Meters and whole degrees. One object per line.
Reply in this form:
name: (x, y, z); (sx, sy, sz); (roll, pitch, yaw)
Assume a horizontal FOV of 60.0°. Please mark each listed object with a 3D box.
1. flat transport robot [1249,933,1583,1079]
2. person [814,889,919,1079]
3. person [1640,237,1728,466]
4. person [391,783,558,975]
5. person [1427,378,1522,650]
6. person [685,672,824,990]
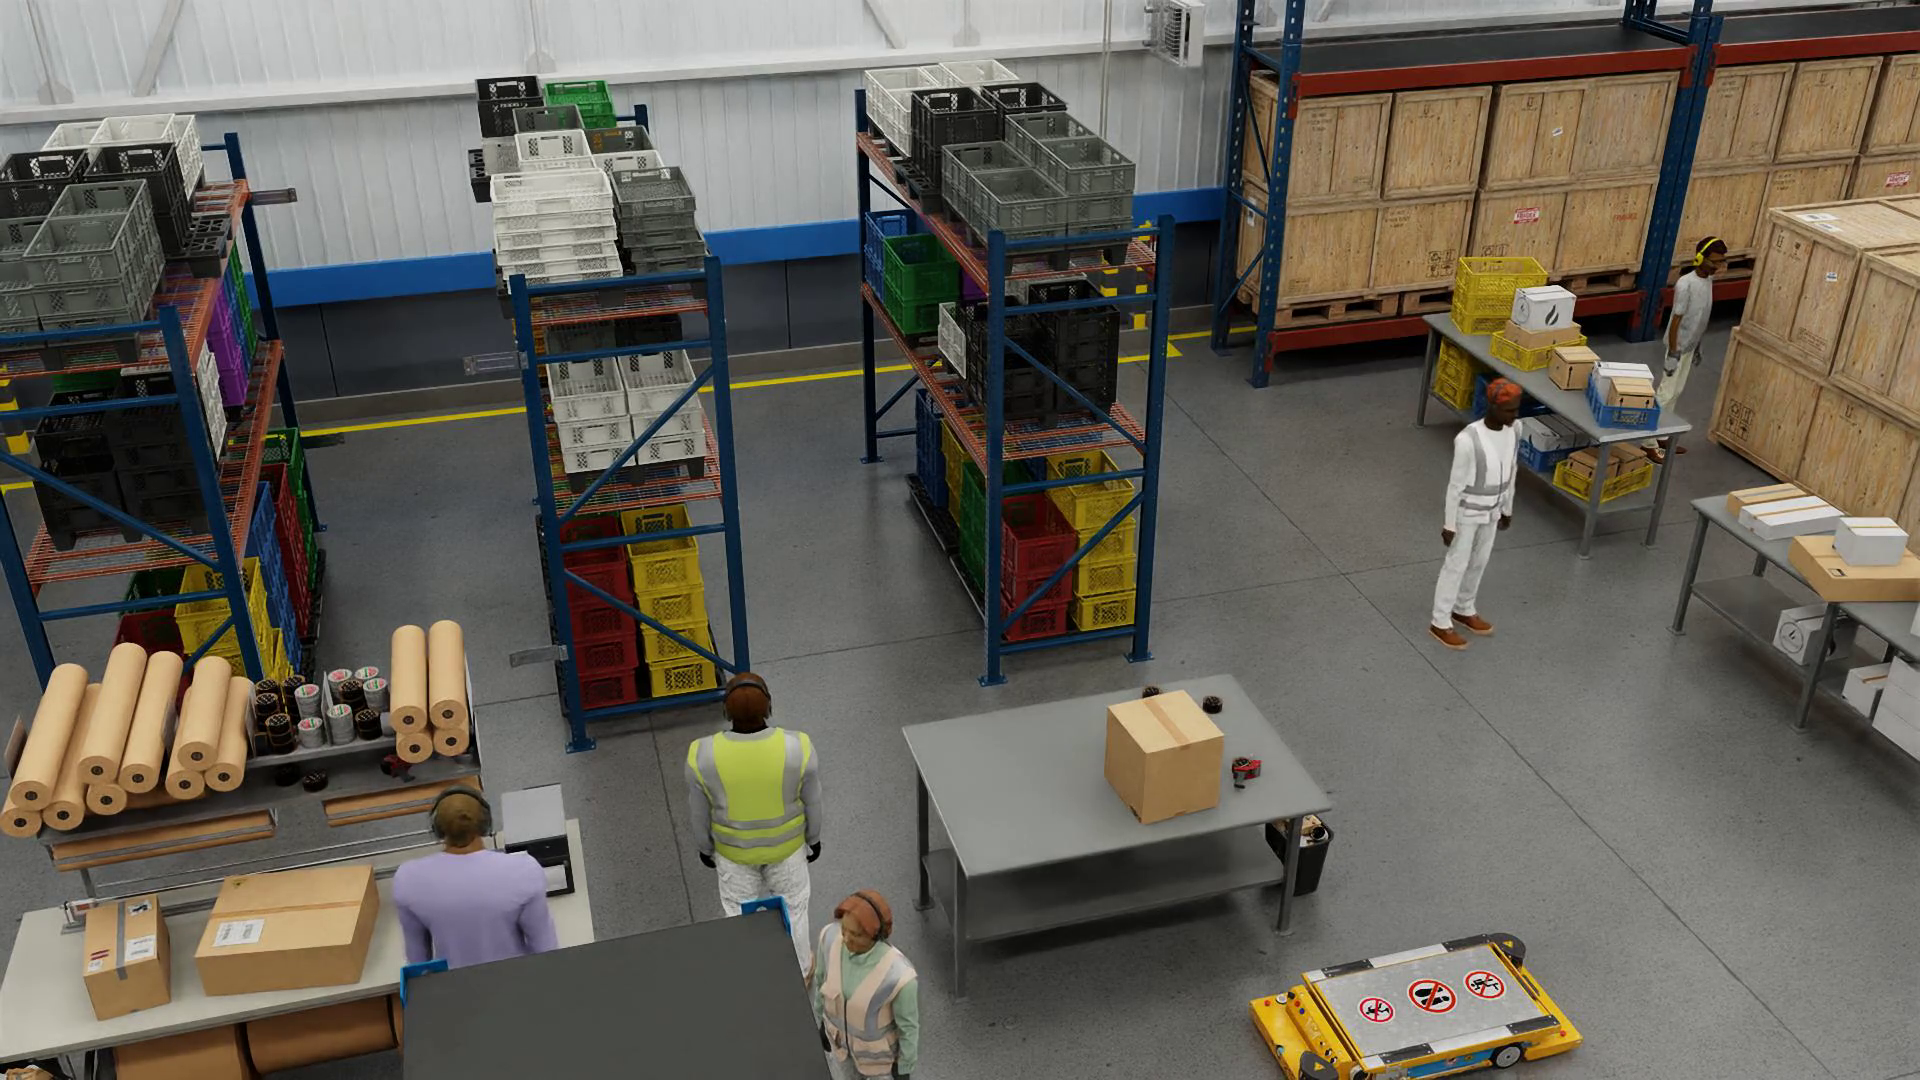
flat transport robot: (2.184, 2.282, 7.980); (1.431, 0.197, 0.652); (-8, 30, -14)
person: (-0.386, 2.102, 6.892); (0.514, 1.644, 0.307); (19, 34, 30)
person: (5.779, -1.517, 13.251); (0.521, 1.865, 0.327); (-25, 38, -38)
person: (-2.002, 1.859, 7.045); (0.629, 1.930, 0.375); (-1, 29, -2)
person: (3.358, -0.179, 10.806); (0.580, 1.877, 0.348); (-18, 33, -29)
person: (-0.957, 1.421, 7.927); (0.626, 1.846, 0.429); (-4, 29, -7)
